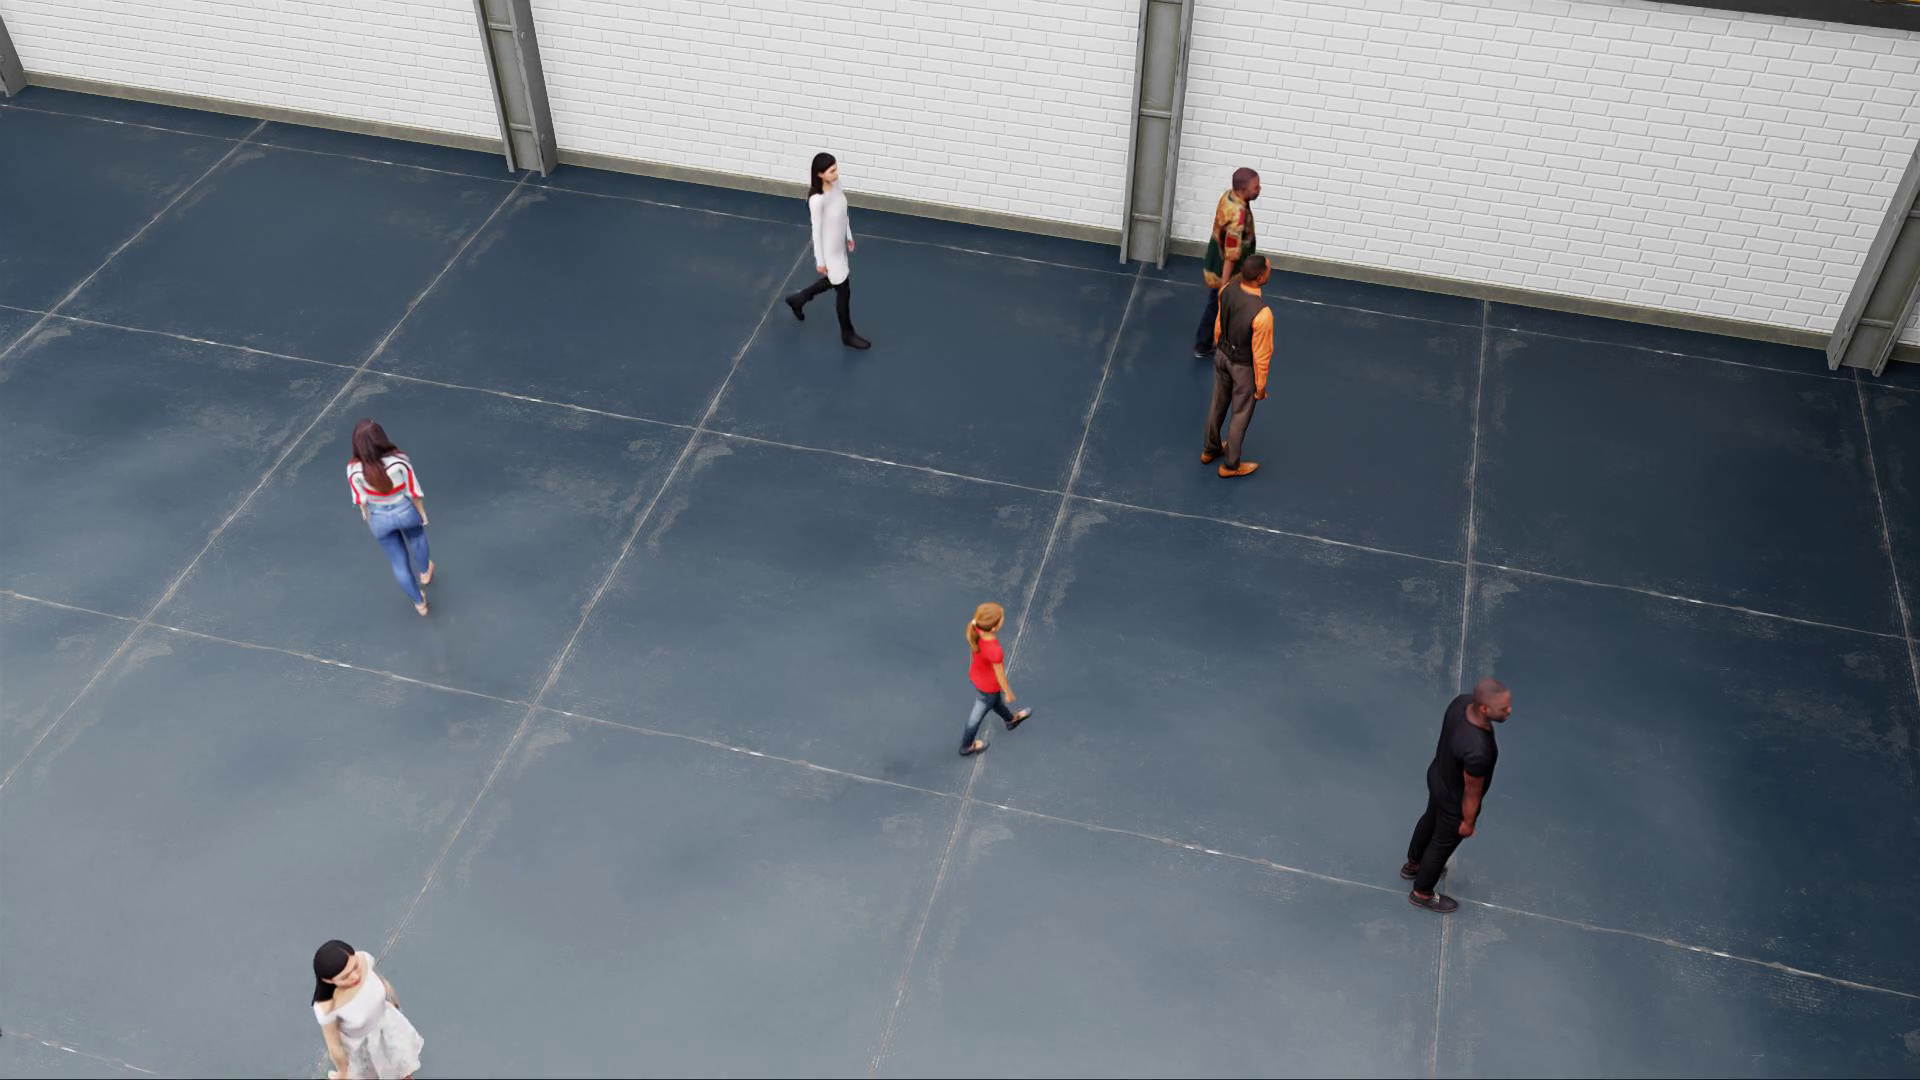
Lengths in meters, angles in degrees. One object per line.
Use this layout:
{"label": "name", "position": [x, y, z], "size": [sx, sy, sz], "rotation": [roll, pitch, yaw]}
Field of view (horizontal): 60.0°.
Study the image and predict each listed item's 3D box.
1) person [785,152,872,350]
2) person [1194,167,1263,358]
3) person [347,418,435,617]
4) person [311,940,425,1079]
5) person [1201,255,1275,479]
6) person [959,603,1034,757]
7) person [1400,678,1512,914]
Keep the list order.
{"label": "person", "position": [-1.111, -2.371, 13.518], "size": [1.014, 1.787, 0.636], "rotation": [13, 45, 14]}
{"label": "person", "position": [2.076, -2.186, 13.321], "size": [0.834, 1.791, 0.778], "rotation": [0, 44, 0]}
{"label": "person", "position": [-3.830, -0.108, 11.280], "size": [0.834, 1.597, 0.878], "rotation": [-15, 46, -15]}
{"label": "person", "position": [-3.043, 2.521, 8.403], "size": [0.900, 1.760, 0.675], "rotation": [14, 45, 15]}
{"label": "person", "position": [2.059, -1.293, 12.299], "size": [0.855, 1.908, 0.784], "rotation": [-24, 49, -23]}
{"label": "person", "position": [0.099, 0.903, 10.441], "size": [0.865, 1.291, 0.767], "rotation": [-16, 46, -16]}
{"label": "person", "position": [2.816, 1.440, 9.496], "size": [0.641, 1.818, 0.710], "rotation": [2, 44, 2]}
